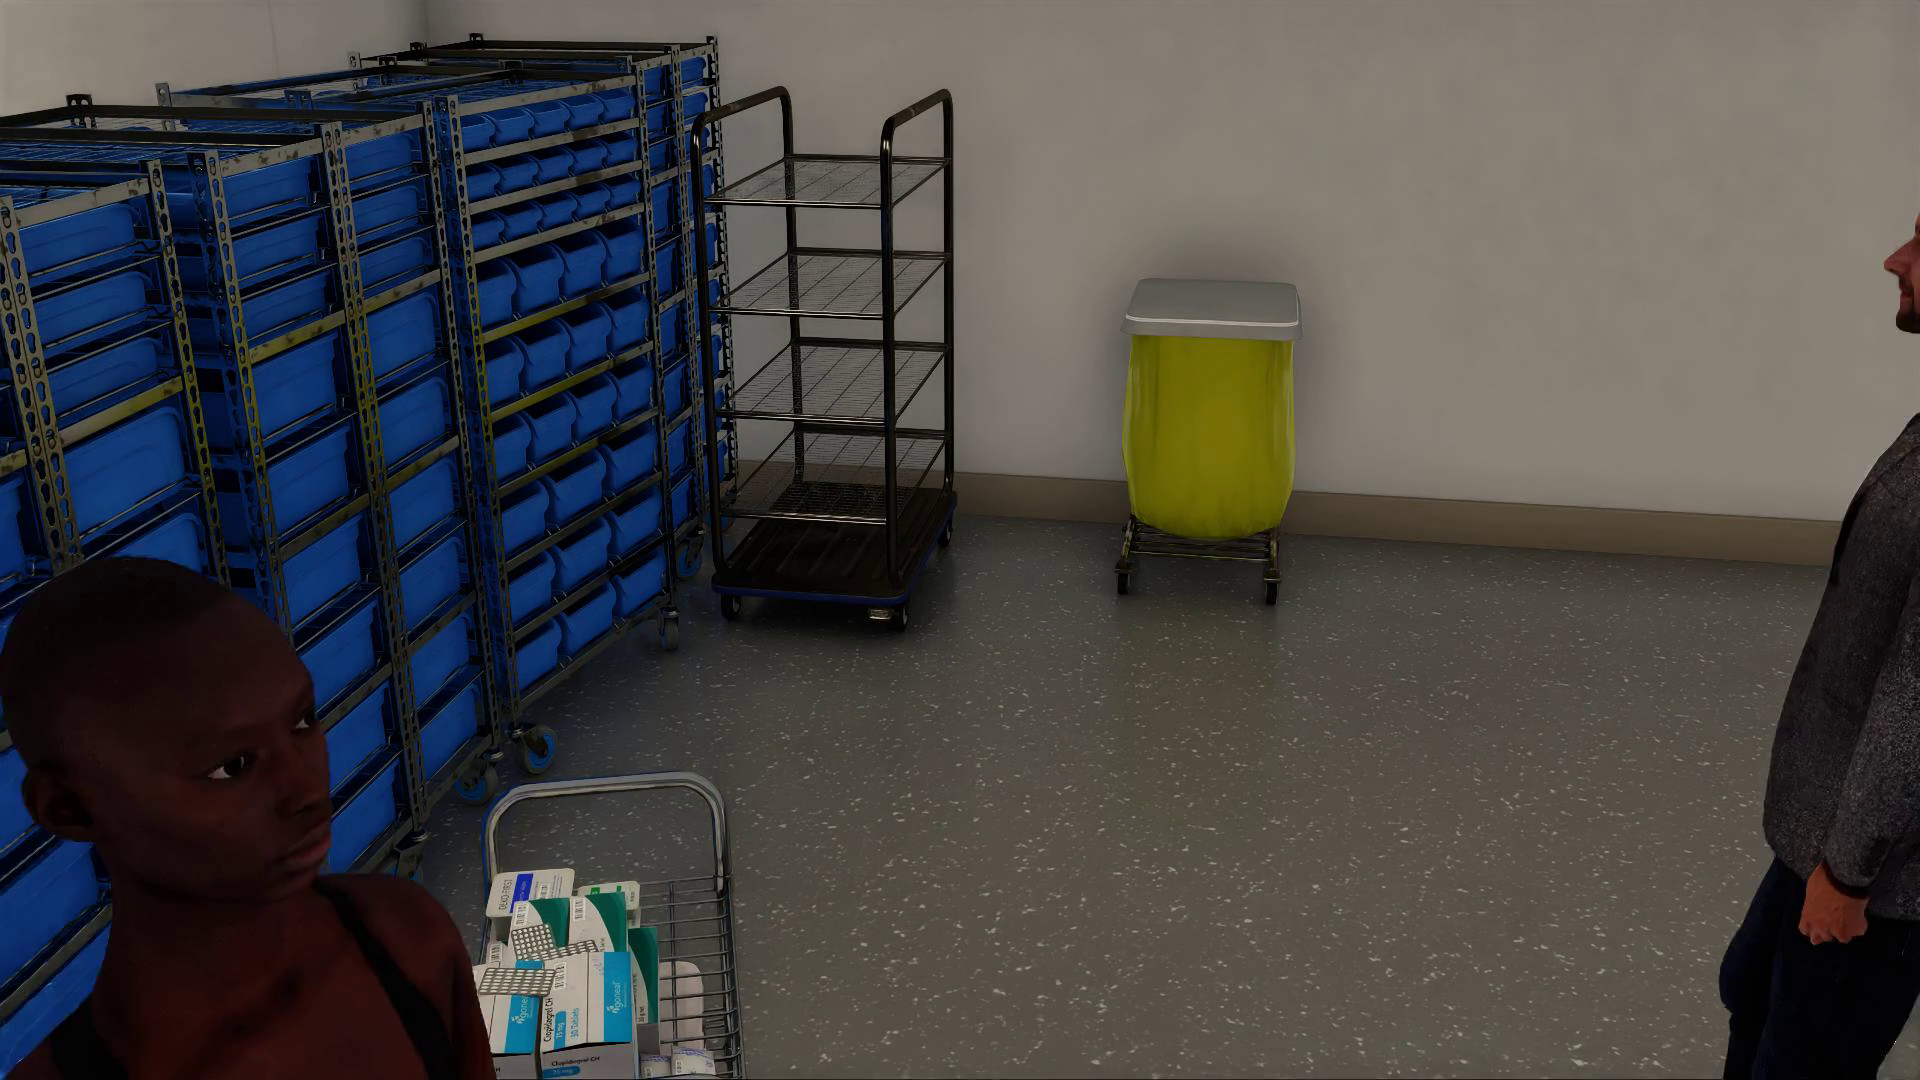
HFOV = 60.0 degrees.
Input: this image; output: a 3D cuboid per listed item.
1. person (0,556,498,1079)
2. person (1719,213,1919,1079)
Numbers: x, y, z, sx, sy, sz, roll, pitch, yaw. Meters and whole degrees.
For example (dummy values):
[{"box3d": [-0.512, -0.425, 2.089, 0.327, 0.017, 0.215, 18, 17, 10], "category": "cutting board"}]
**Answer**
[{"box3d": [-0.584, 0.830, 1.387, 1.167, 1.728, 0.752, 8, 22, 20], "category": "person"}, {"box3d": [1.367, 0.421, 2.293, 1.147, 1.850, 0.926, 12, 24, 30], "category": "person"}]
